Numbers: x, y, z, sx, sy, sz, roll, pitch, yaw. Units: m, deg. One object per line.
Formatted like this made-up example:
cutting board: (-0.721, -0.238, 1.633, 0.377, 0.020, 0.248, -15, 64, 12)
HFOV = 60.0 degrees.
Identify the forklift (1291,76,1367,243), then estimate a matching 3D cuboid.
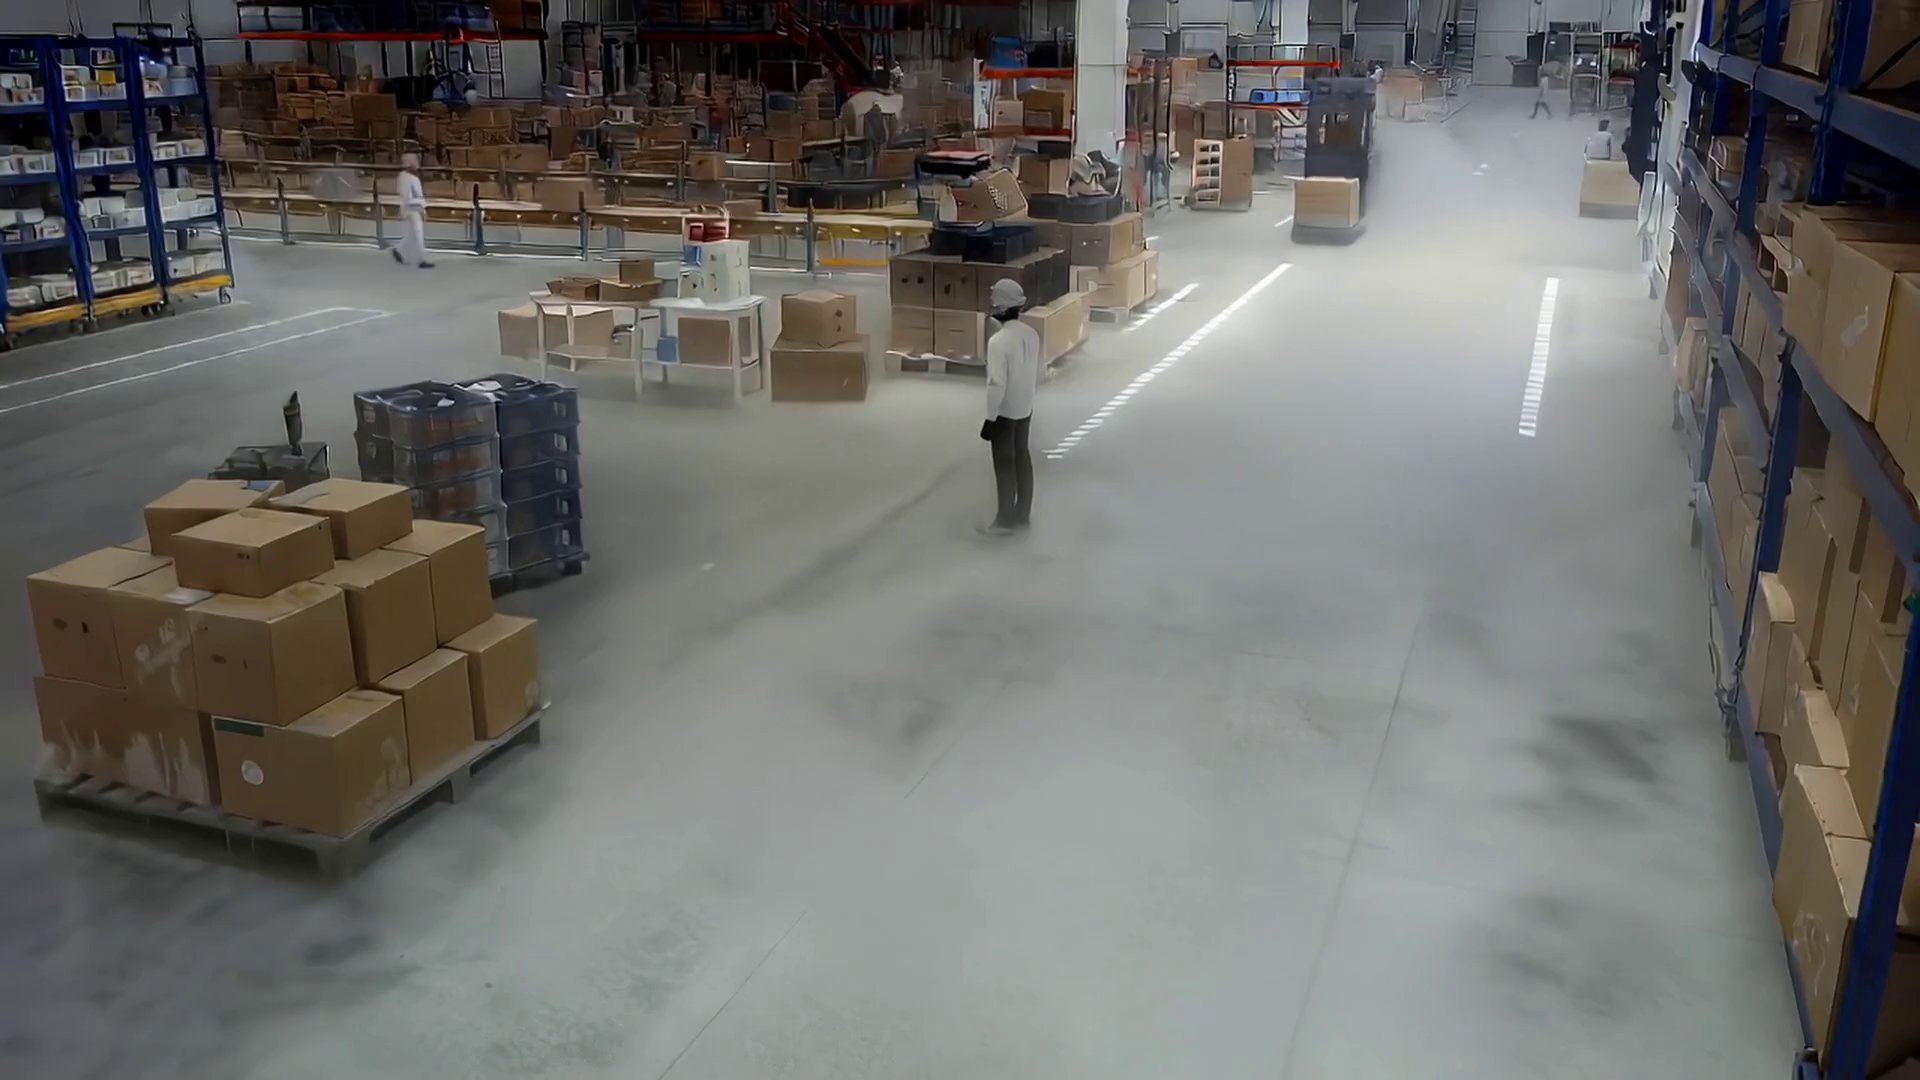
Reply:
forklift: (6.598, -6.755, 29.381, 1.129, 2.768, 1.873, 6, 19, 19)

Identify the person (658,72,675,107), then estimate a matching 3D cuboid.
person: (-10.455, -15.736, 59.320, 0.595, 1.824, 0.404, -8, 19, -24)

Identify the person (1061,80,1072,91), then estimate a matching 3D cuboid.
person: (5.150, -22.103, 79.309, 0.976, 1.838, 0.593, -13, 22, -35)

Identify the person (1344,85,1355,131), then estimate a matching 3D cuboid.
person: (13.151, -14.516, 55.816, 0.573, 1.620, 0.521, -2, 18, -5)

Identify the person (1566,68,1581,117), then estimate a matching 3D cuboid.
person: (23.457, -17.029, 63.327, 0.475, 1.852, 0.533, 14, 22, 37)

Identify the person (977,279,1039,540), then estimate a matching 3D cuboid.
person: (0.365, -0.996, 12.723, 0.376, 1.995, 0.609, 11, 21, 31)

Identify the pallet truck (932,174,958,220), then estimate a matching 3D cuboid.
pallet truck: (-0.507, -5.292, 27.348, 0.653, 1.274, 1.630, 6, 19, 19)

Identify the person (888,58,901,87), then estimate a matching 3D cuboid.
person: (-2.972, -20.968, 75.706, 0.597, 1.849, 0.696, -3, 18, -9)

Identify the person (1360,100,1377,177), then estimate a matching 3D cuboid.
person: (9.893, -9.807, 40.579, 0.386, 1.909, 0.686, -5, 18, -15)

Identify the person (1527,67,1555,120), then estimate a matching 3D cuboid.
person: (21.690, -16.562, 61.747, 0.957, 1.930, 0.618, 9, 20, 27)

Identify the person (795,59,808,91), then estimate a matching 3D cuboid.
person: (-7.026, -20.325, 73.606, 0.577, 1.905, 0.448, -4, 18, -11)

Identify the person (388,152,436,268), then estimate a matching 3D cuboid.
person: (-8.702, -5.191, 26.198, 0.721, 1.817, 0.592, 0, 18, 1)

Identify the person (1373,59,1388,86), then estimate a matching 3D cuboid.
person: (17.495, -18.937, 69.021, 0.697, 2.000, 0.711, 15, 23, 39)

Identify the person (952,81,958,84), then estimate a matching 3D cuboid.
person: (-0.144, -15.169, 57.912, 0.851, 1.583, 0.516, -10, 20, -28)

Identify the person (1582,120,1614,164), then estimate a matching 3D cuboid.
person: (13.934, -8.343, 36.355, 0.599, 1.634, 0.879, 5, 18, 14)

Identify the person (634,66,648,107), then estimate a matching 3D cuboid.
person: (-12.041, -16.743, 62.261, 0.978, 1.947, 0.611, 13, 22, 35)

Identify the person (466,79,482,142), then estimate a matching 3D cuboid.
person: (-14.950, -13.150, 51.026, 0.473, 1.921, 0.586, 7, 19, 22)

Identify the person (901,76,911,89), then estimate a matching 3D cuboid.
person: (-1.930, -15.691, 59.376, 0.835, 1.693, 0.555, -7, 19, -21)

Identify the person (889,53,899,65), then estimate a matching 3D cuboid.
person: (-3.409, -24.317, 86.258, 0.539, 1.833, 0.483, 1, 18, 2)

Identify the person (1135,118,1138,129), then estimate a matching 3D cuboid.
person: (3.938, -9.504, 39.375, 0.615, 2.042, 0.378, 16, 24, 42)

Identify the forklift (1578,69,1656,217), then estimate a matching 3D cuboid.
forklift: (13.219, -7.740, 32.475, 1.873, 2.768, 1.129, 6, 19, 18)

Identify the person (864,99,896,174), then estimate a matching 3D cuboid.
person: (-1.977, -9.839, 40.725, 0.663, 1.847, 0.953, 11, 21, 32)

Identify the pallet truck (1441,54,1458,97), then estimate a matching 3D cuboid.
pallet truck: (22.765, -21.886, 78.355, 0.823, 1.965, 1.885, -4, 18, -14)

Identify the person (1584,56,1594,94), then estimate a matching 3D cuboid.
person: (30.282, -22.343, 80.048, 0.429, 1.839, 0.634, 7, 19, 20)

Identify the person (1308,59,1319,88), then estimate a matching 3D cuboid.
person: (15.525, -20.006, 72.608, 0.879, 1.909, 0.549, 16, 24, 41)
